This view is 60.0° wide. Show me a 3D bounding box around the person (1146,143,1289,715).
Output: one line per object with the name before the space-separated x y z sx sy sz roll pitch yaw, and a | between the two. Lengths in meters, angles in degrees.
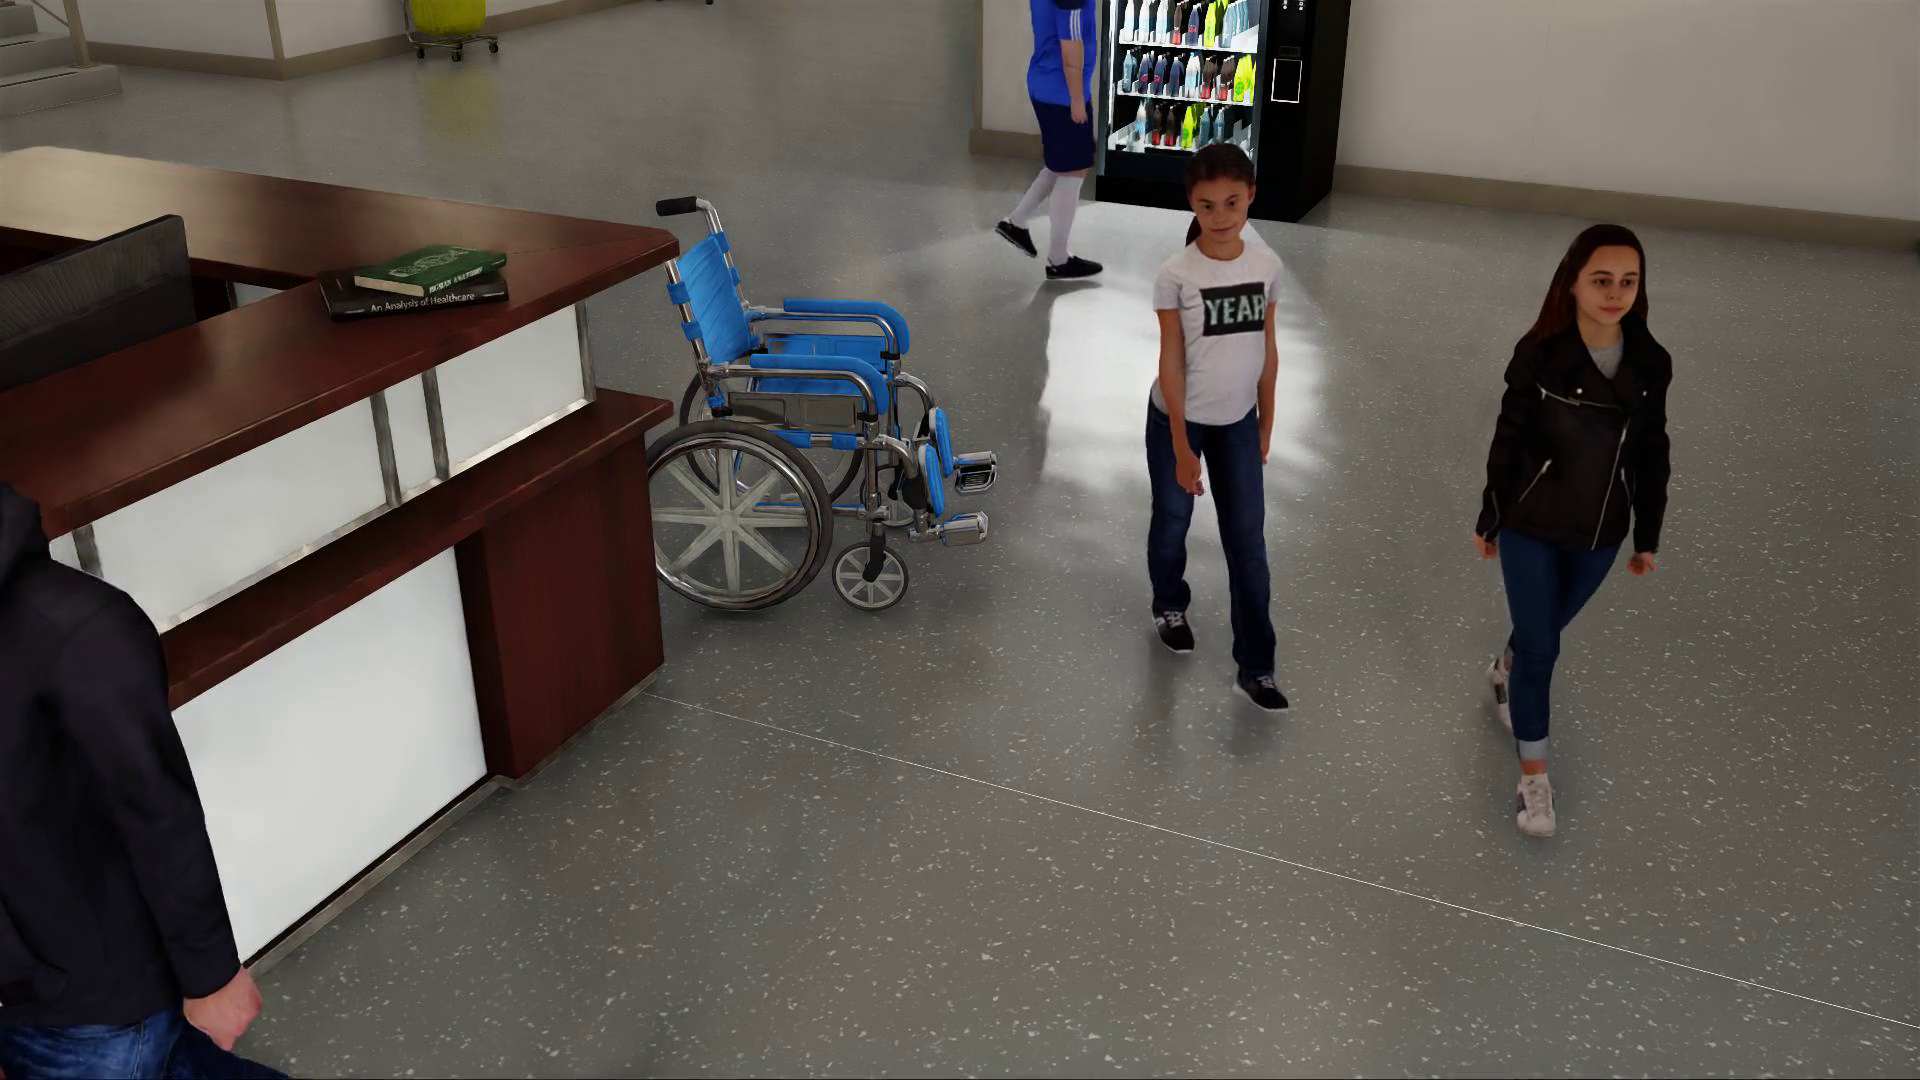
person | 0.645 -0.343 4.641 0.975 1.522 0.969 -6 26 -11

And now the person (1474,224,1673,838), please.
person | 1.488 -0.068 4.151 0.984 1.452 0.892 0 26 0

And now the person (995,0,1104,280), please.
person | 0.419 -2.153 8.047 0.937 1.822 0.876 -4 26 -9
